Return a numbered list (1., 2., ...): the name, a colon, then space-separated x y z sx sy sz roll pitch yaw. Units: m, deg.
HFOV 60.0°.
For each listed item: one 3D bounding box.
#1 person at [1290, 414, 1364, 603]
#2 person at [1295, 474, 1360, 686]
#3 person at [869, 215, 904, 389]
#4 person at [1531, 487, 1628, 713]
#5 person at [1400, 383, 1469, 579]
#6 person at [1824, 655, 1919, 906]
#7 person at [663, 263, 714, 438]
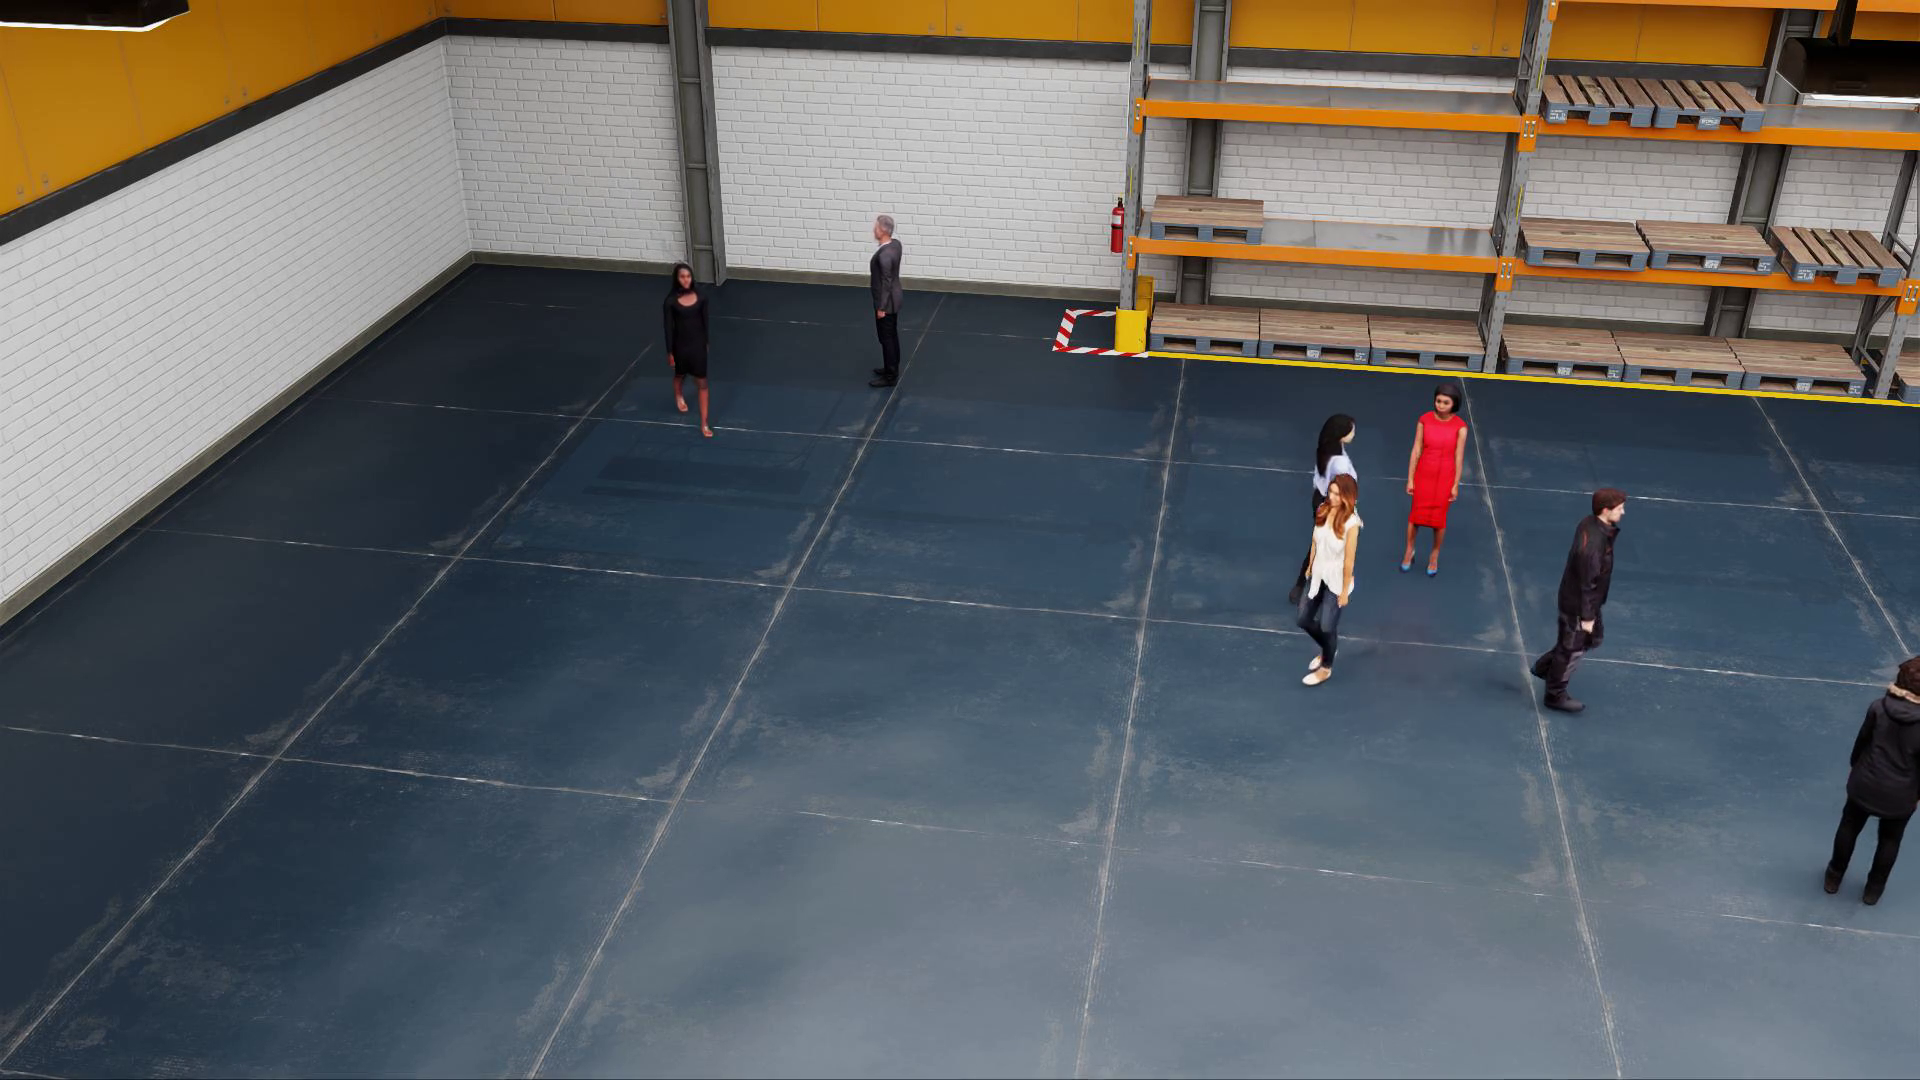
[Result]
1. person: 2.874 -0.213 13.409 0.788 1.723 0.738 -3 29 -6
2. person: 2.834 0.285 12.441 0.800 1.774 0.748 -15 32 -26
3. person: -0.777 -2.539 17.548 0.606 1.842 0.718 3 29 5
4. person: 4.442 0.421 12.132 0.794 1.832 0.816 13 31 22
5. person: 3.973 -0.501 13.914 0.528 1.743 0.687 13 31 22
6. person: 5.692 1.484 10.240 0.712 1.777 0.798 22 35 34
7. person: -2.737 -1.933 16.606 1.192 1.679 1.117 -12 31 -20
